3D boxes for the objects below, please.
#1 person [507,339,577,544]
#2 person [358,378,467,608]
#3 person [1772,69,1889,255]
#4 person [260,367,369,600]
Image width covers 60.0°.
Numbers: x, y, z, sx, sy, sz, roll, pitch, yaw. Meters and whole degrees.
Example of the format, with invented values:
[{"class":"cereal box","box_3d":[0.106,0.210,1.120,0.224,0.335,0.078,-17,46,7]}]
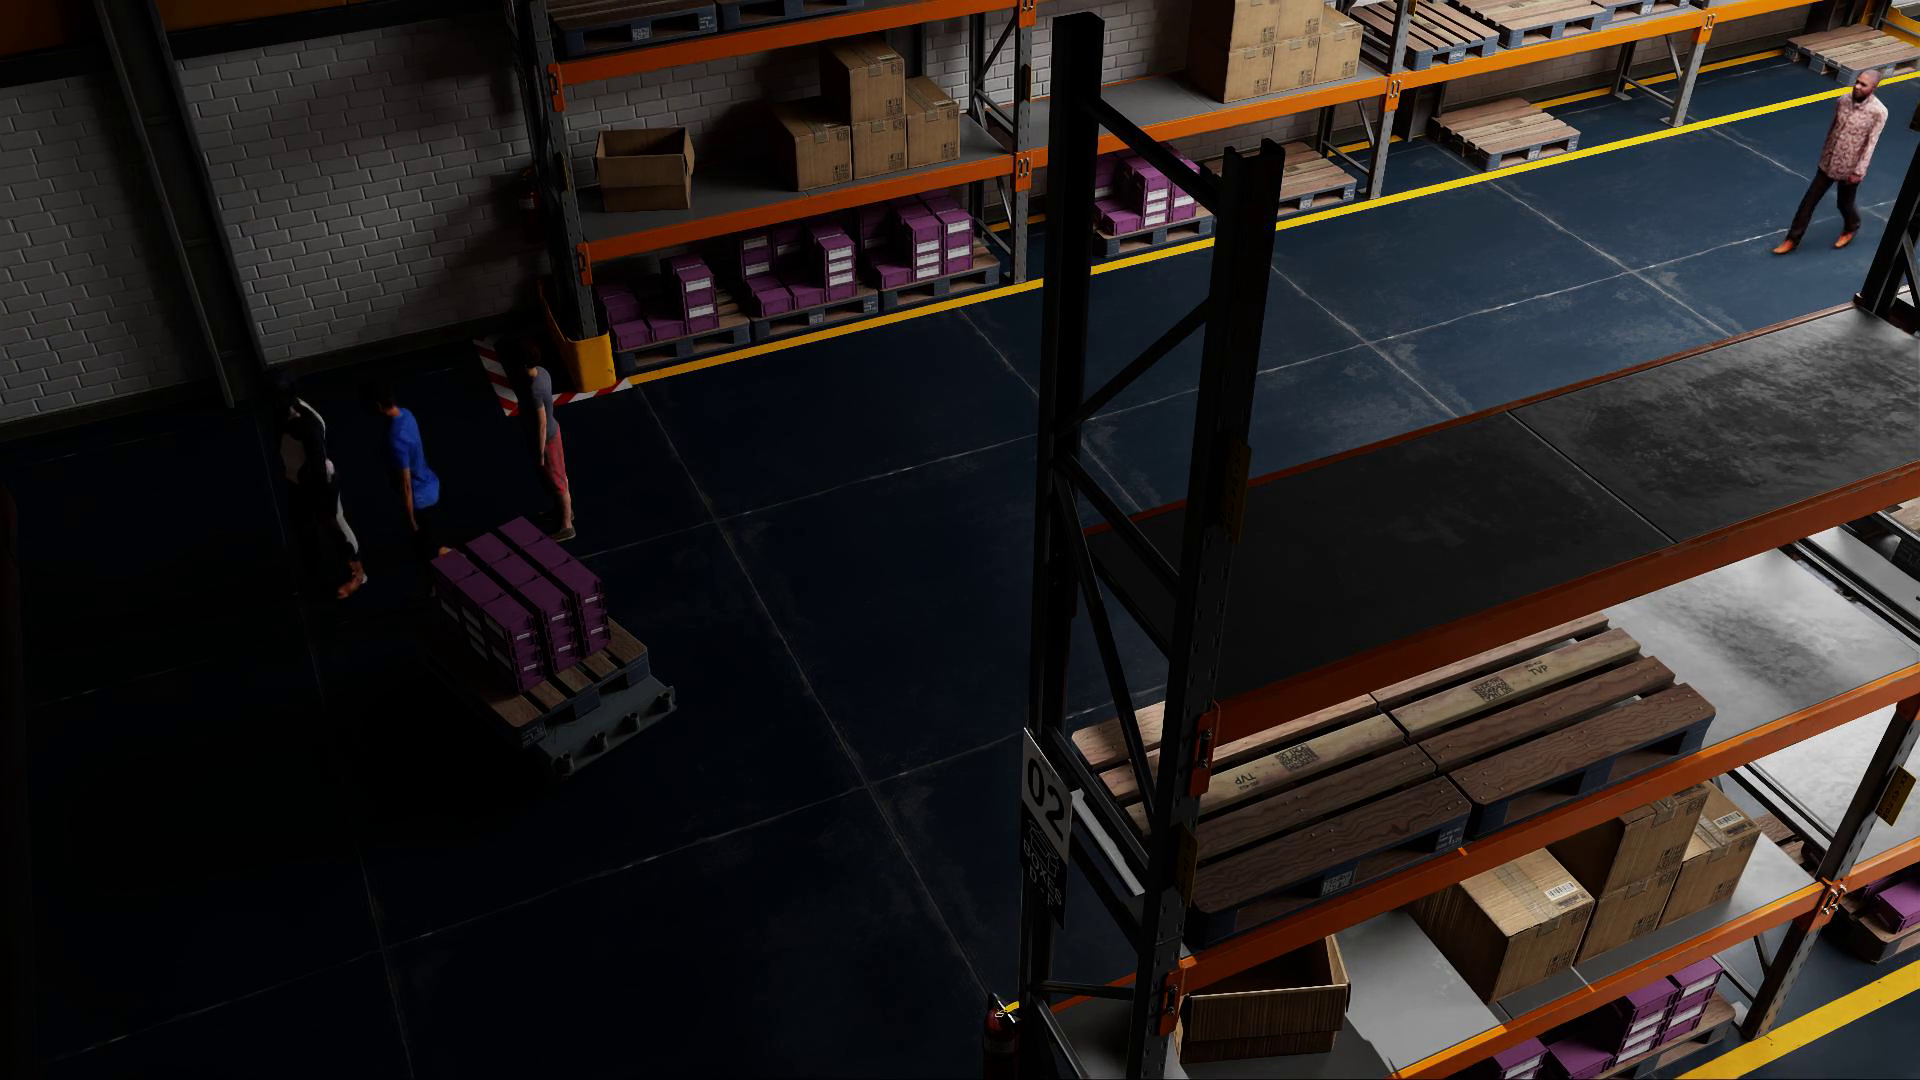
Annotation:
[{"class":"person","box_3d":[-3.009,-0.734,12.043,0.600,1.651,0.628,-7,39,-9]},{"class":"person","box_3d":[-3.601,-0.288,11.332,1.067,1.841,0.832,-9,39,-11]},{"class":"person","box_3d":[8.230,-3.492,15.383,1.202,1.794,0.781,-22,44,-25]},{"class":"person","box_3d":[-4.393,-0.415,11.459,0.869,1.882,0.922,29,47,32]}]
